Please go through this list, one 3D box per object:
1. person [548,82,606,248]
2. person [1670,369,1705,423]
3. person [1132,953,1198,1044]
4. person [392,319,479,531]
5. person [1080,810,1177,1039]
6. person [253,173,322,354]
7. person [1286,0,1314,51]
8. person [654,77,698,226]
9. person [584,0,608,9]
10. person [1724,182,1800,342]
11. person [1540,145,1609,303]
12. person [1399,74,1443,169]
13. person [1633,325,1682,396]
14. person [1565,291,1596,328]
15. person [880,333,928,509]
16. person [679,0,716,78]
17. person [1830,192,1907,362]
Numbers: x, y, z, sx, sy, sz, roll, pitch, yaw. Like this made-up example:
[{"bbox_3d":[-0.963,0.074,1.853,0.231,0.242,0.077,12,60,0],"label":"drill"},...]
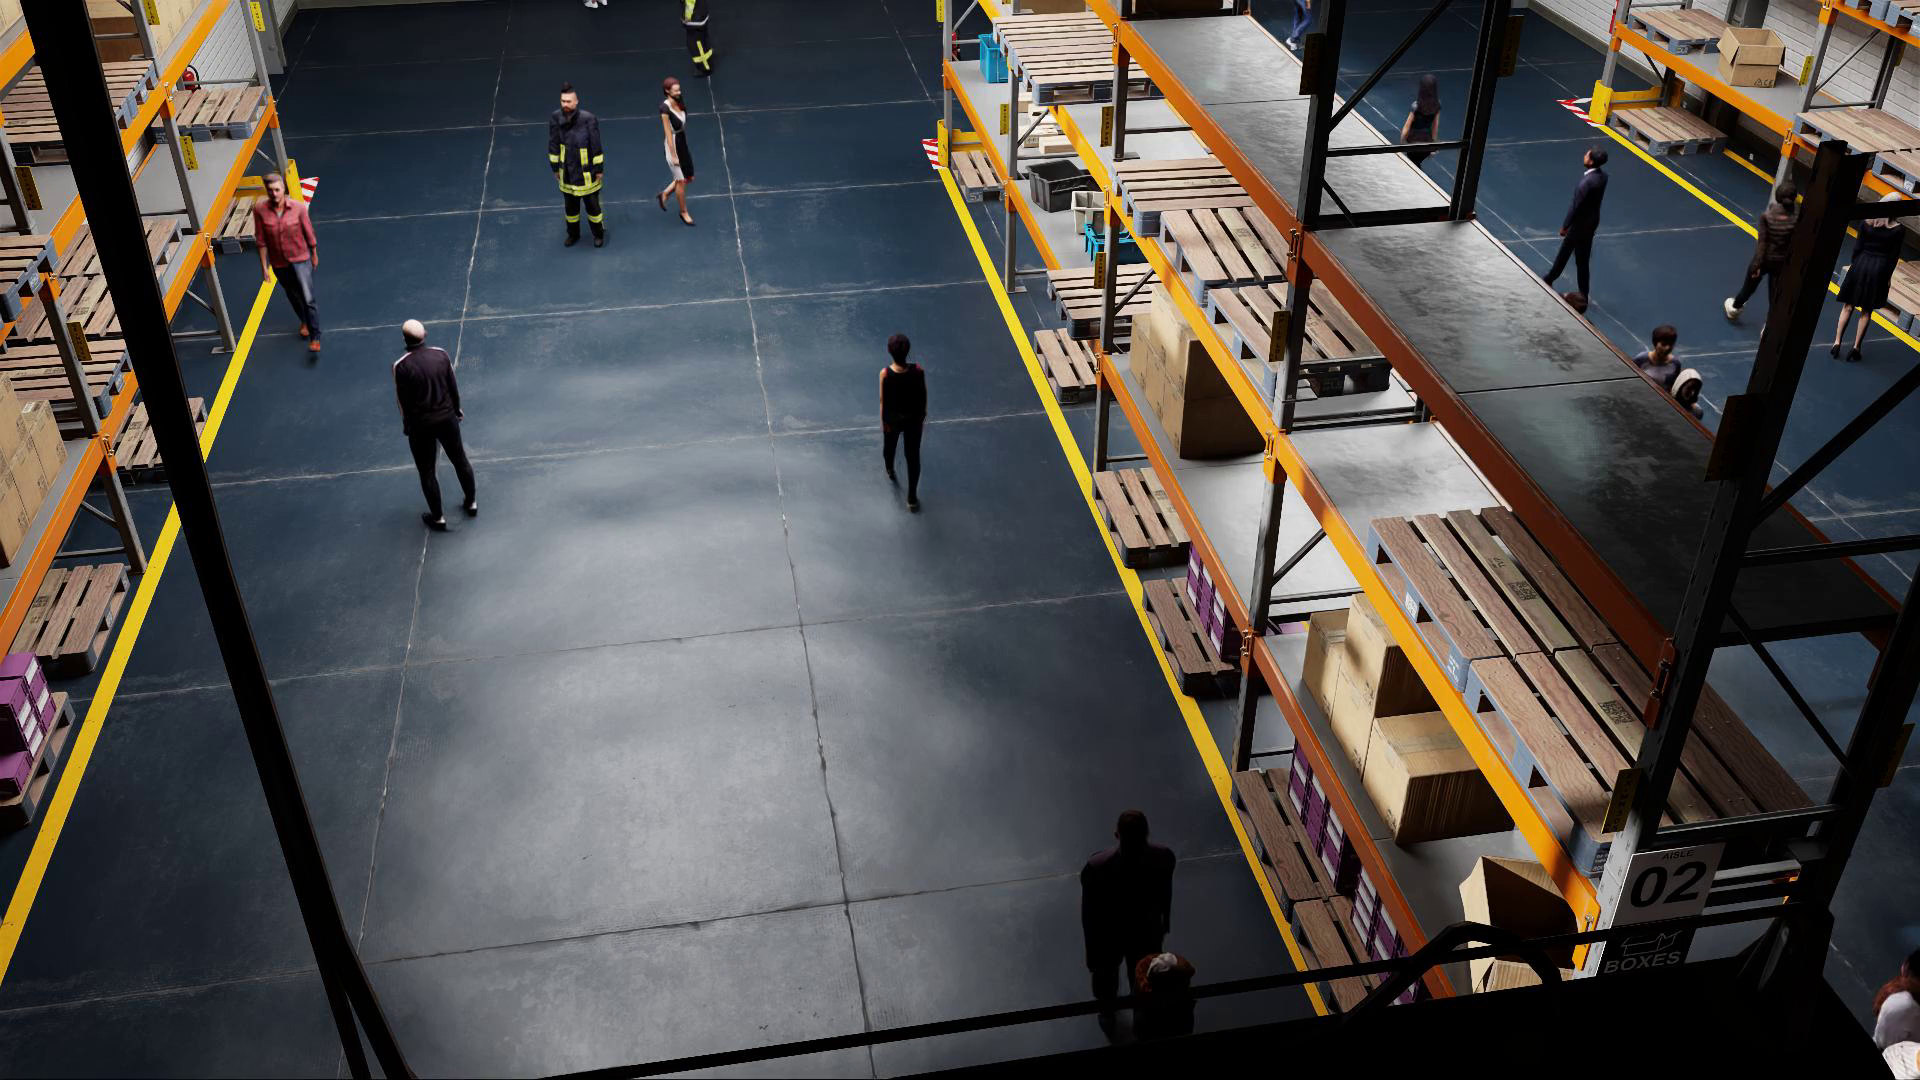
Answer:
[{"bbox_3d":[-4.289,-4.218,18.676,0.830,1.865,0.789,3,34,4],"label":"person"},{"bbox_3d":[5.624,-0.625,13.389,0.596,1.734,0.906,-4,34,-6],"label":"person"},{"bbox_3d":[0.947,2.681,8.548,1.085,1.588,1.049,18,38,25],"label":"person"},{"bbox_3d":[-4.369,-0.966,13.816,0.777,1.829,0.792,-28,43,-35],"label":"person"},{"bbox_3d":[0.899,2.091,9.241,0.767,1.802,1.070,-2,34,-3],"label":"person"},{"bbox_3d":[-6.694,-2.814,16.634,0.695,1.788,1.147,-6,34,-9],"label":"person"},{"bbox_3d":[5.019,-8.032,24.699,0.714,1.550,0.692,-17,37,-23],"label":"person"},{"bbox_3d":[-3.331,-4.442,19.095,0.850,1.774,0.818,10,35,15],"label":"person"},{"bbox_3d":[-5.927,-9.450,26.664,0.711,1.736,0.744,-29,43,-36],"label":"person"},{"bbox_3d":[8.184,-2.839,16.821,1.152,1.622,0.817,-5,34,-7],"label":"person"},{"bbox_3d":[6.589,-3.249,17.361,1.065,1.706,0.986,24,40,31],"label":"person"},{"bbox_3d":[5.344,-4.490,19.211,0.633,1.725,0.678,-14,36,-19],"label":"person"},{"bbox_3d":[5.925,-1.198,14.412,0.637,1.556,0.669,3,34,4],"label":"person"},{"bbox_3d":[5.159,-1.373,14.498,0.684,1.752,1.140,-3,34,-4],"label":"person"},{"bbox_3d":[-0.473,-0.987,14.128,0.633,1.518,1.001,-1,34,-2],"label":"person"},{"bbox_3d":[-3.753,-7.608,23.701,1.016,1.949,0.643,2,34,4],"label":"person"},{"bbox_3d":[8.925,-2.590,16.334,0.689,1.747,0.757,24,40,31],"label":"person"}]
